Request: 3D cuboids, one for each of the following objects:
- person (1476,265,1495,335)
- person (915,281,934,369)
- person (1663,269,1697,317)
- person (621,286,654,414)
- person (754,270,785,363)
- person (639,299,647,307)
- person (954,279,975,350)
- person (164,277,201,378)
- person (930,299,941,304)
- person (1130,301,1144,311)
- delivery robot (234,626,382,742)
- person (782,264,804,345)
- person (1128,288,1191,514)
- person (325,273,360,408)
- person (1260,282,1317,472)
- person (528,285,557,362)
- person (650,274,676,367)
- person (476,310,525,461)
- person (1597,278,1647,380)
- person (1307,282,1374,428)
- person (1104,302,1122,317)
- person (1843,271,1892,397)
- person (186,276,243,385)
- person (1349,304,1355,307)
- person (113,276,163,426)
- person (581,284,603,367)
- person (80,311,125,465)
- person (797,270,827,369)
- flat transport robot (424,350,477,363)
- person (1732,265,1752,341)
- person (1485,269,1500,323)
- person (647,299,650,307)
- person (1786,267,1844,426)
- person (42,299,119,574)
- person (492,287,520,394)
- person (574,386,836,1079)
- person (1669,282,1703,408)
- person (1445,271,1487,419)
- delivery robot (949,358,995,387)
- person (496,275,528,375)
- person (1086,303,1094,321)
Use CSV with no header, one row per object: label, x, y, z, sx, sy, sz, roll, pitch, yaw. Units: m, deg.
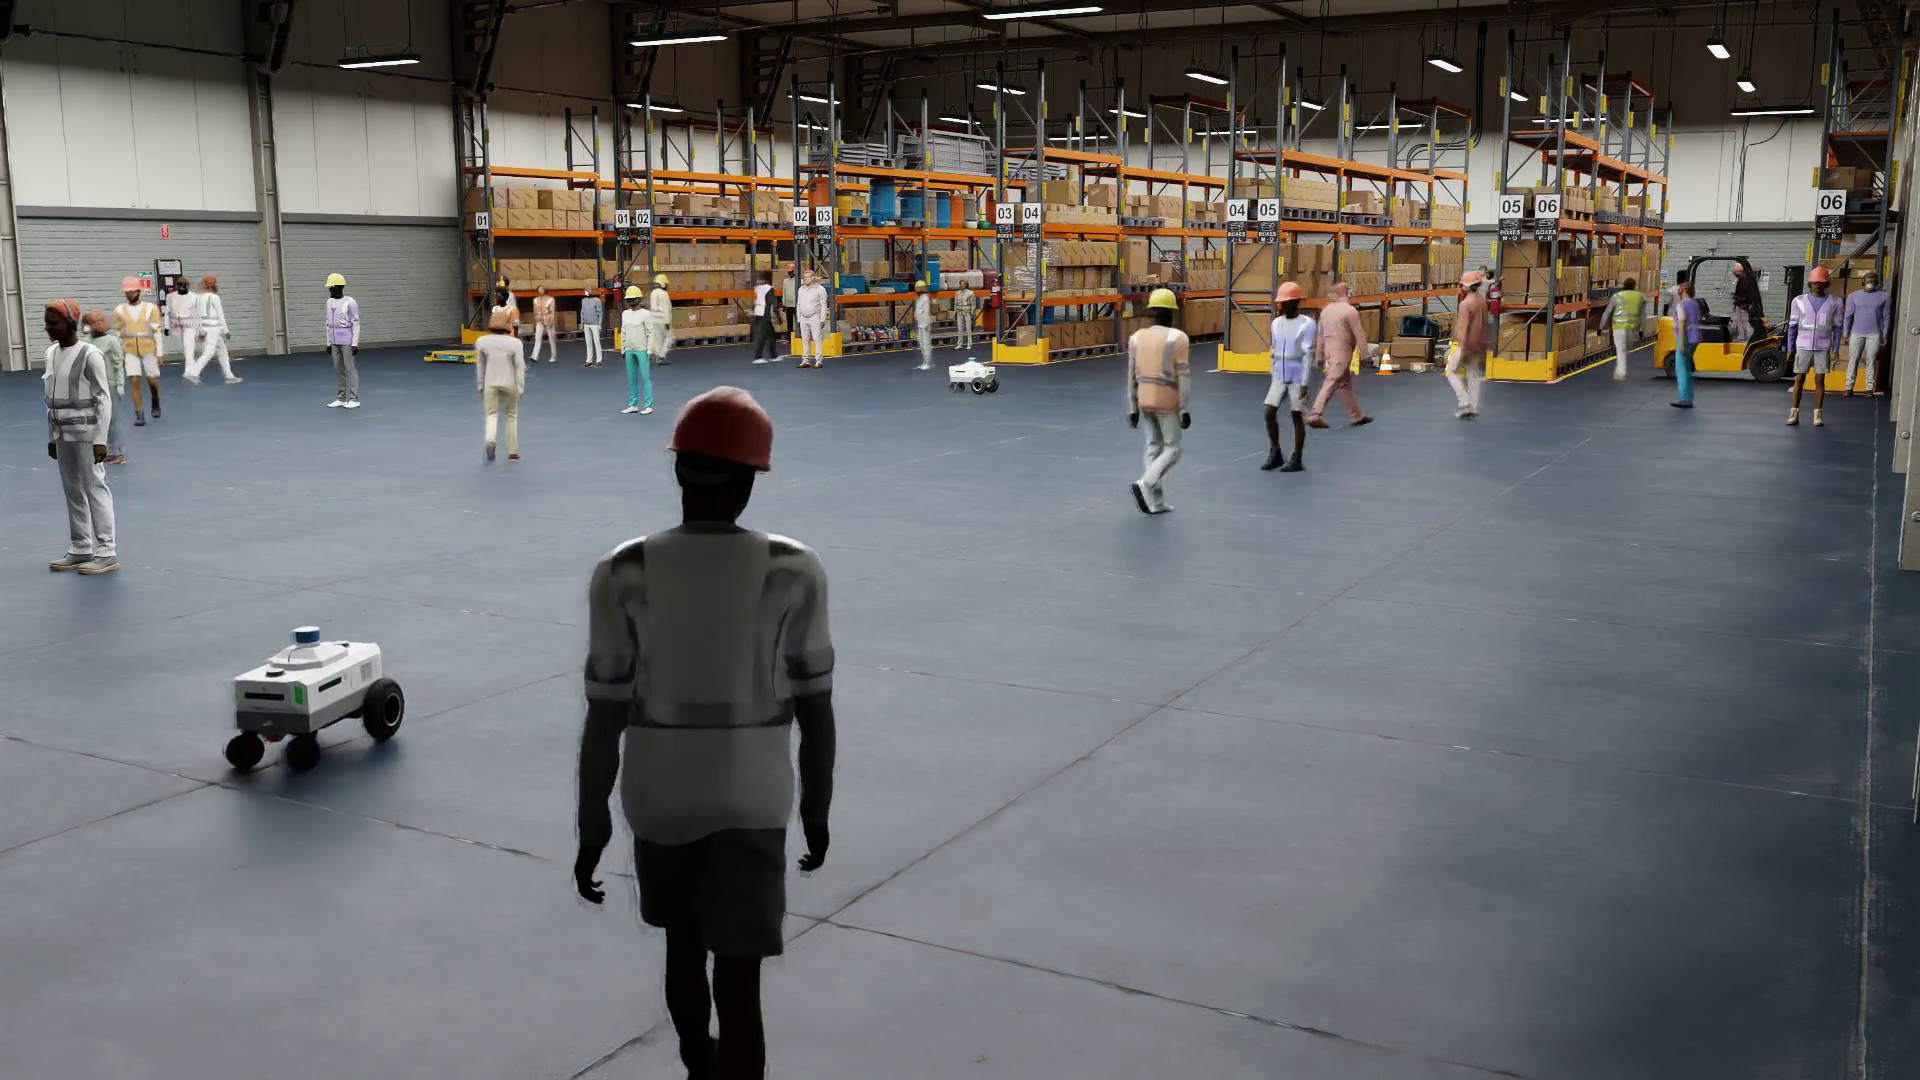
person,14.476,-6.658,46.115,0.636,1.938,0.355,5,11,28
person,-0.665,-4.144,32.115,0.397,1.702,0.580,-3,10,-18
person,14.424,-4.467,33.334,0.648,1.928,0.833,3,10,15
person,-4.470,-2.612,22.941,0.534,1.765,0.325,5,11,28
person,-3.860,-4.549,33.933,0.842,1.877,0.629,-5,11,-27
person,-8.181,-6.007,42.929,0.533,1.724,0.823,2,10,10
person,0.101,-5.259,38.809,0.523,1.636,0.308,5,11,28
person,-13.982,-3.839,30.021,0.623,1.805,0.925,0,10,-3
person,-0.940,-8.310,56.262,0.605,1.784,0.954,4,11,24
person,5.352,-7.306,50.244,0.527,1.823,0.400,-1,10,-8
delivery robot,-2.839,0.622,7.265,0.477,0.478,0.707,2,10,10
person,-4.084,-5.743,40.601,0.623,1.990,0.397,5,11,28
person,1.630,-1.137,13.881,0.603,1.910,0.558,9,13,43
person,-8.877,-2.849,23.853,0.594,1.925,0.376,5,11,28
person,3.281,-1.617,16.685,0.543,1.919,0.576,9,13,43
person,-8.482,-4.393,33.851,0.518,1.587,0.885,2,10,12
person,-5.853,-4.311,32.727,0.430,1.817,0.622,-7,12,-37
person,-4.847,-1.615,17.536,0.519,1.616,0.564,-1,10,-4
person,11.678,-3.718,29.366,0.739,1.779,0.930,-1,10,-4
person,4.845,-2.345,21.161,1.050,1.841,0.655,-3,10,-18
person,4.786,-7.611,51.402,0.766,2.000,0.699,7,12,37
person,13.985,-3.166,25.679,0.636,1.936,0.355,5,11,28
person,-12.757,-3.559,28.270,0.950,1.845,0.576,-9,14,-44
person,10.132,-6.136,43.791,0.565,1.678,0.386,6,11,31
person,-10.579,-2.440,21.462,0.552,1.925,0.582,-3,10,-17
person,-7.248,-4.213,32.697,0.508,1.632,0.264,5,11,28
person,-8.955,-1.586,17.401,0.521,1.605,0.454,4,10,21
person,-2.905,-4.276,32.268,0.652,1.906,0.405,5,11,28
flat transport robot,-10.227,-3.769,34.079,1.431,0.197,0.652,5,11,28
person,19.681,-5.916,41.765,0.495,1.942,0.778,1,10,4
person,14.424,-6.448,45.272,0.552,1.814,0.990,-7,12,-35
person,-7.766,-6.048,42.408,0.613,2.002,1.025,9,13,42
person,10.942,-2.474,21.320,0.615,2.039,0.390,5,11,28
person,-6.070,-0.707,11.431,0.585,1.883,0.340,5,11,28
person,-7.179,-3.140,26.223,0.541,1.696,0.316,5,11,28
person,-0.581,0.603,3.802,0.590,1.877,1.020,0,10,-1
person,10.496,-2.820,24.045,0.685,1.804,0.448,-9,13,-43
person,6.771,-2.592,22.193,0.630,1.974,0.449,-8,12,-38
delivery robot,0.188,-2.654,26.447,0.707,0.478,0.477,5,11,28
person,-7.978,-3.772,29.538,0.452,1.830,0.540,-4,10,-22
person,4.169,-7.772,52.642,0.636,1.938,0.355,5,11,28
